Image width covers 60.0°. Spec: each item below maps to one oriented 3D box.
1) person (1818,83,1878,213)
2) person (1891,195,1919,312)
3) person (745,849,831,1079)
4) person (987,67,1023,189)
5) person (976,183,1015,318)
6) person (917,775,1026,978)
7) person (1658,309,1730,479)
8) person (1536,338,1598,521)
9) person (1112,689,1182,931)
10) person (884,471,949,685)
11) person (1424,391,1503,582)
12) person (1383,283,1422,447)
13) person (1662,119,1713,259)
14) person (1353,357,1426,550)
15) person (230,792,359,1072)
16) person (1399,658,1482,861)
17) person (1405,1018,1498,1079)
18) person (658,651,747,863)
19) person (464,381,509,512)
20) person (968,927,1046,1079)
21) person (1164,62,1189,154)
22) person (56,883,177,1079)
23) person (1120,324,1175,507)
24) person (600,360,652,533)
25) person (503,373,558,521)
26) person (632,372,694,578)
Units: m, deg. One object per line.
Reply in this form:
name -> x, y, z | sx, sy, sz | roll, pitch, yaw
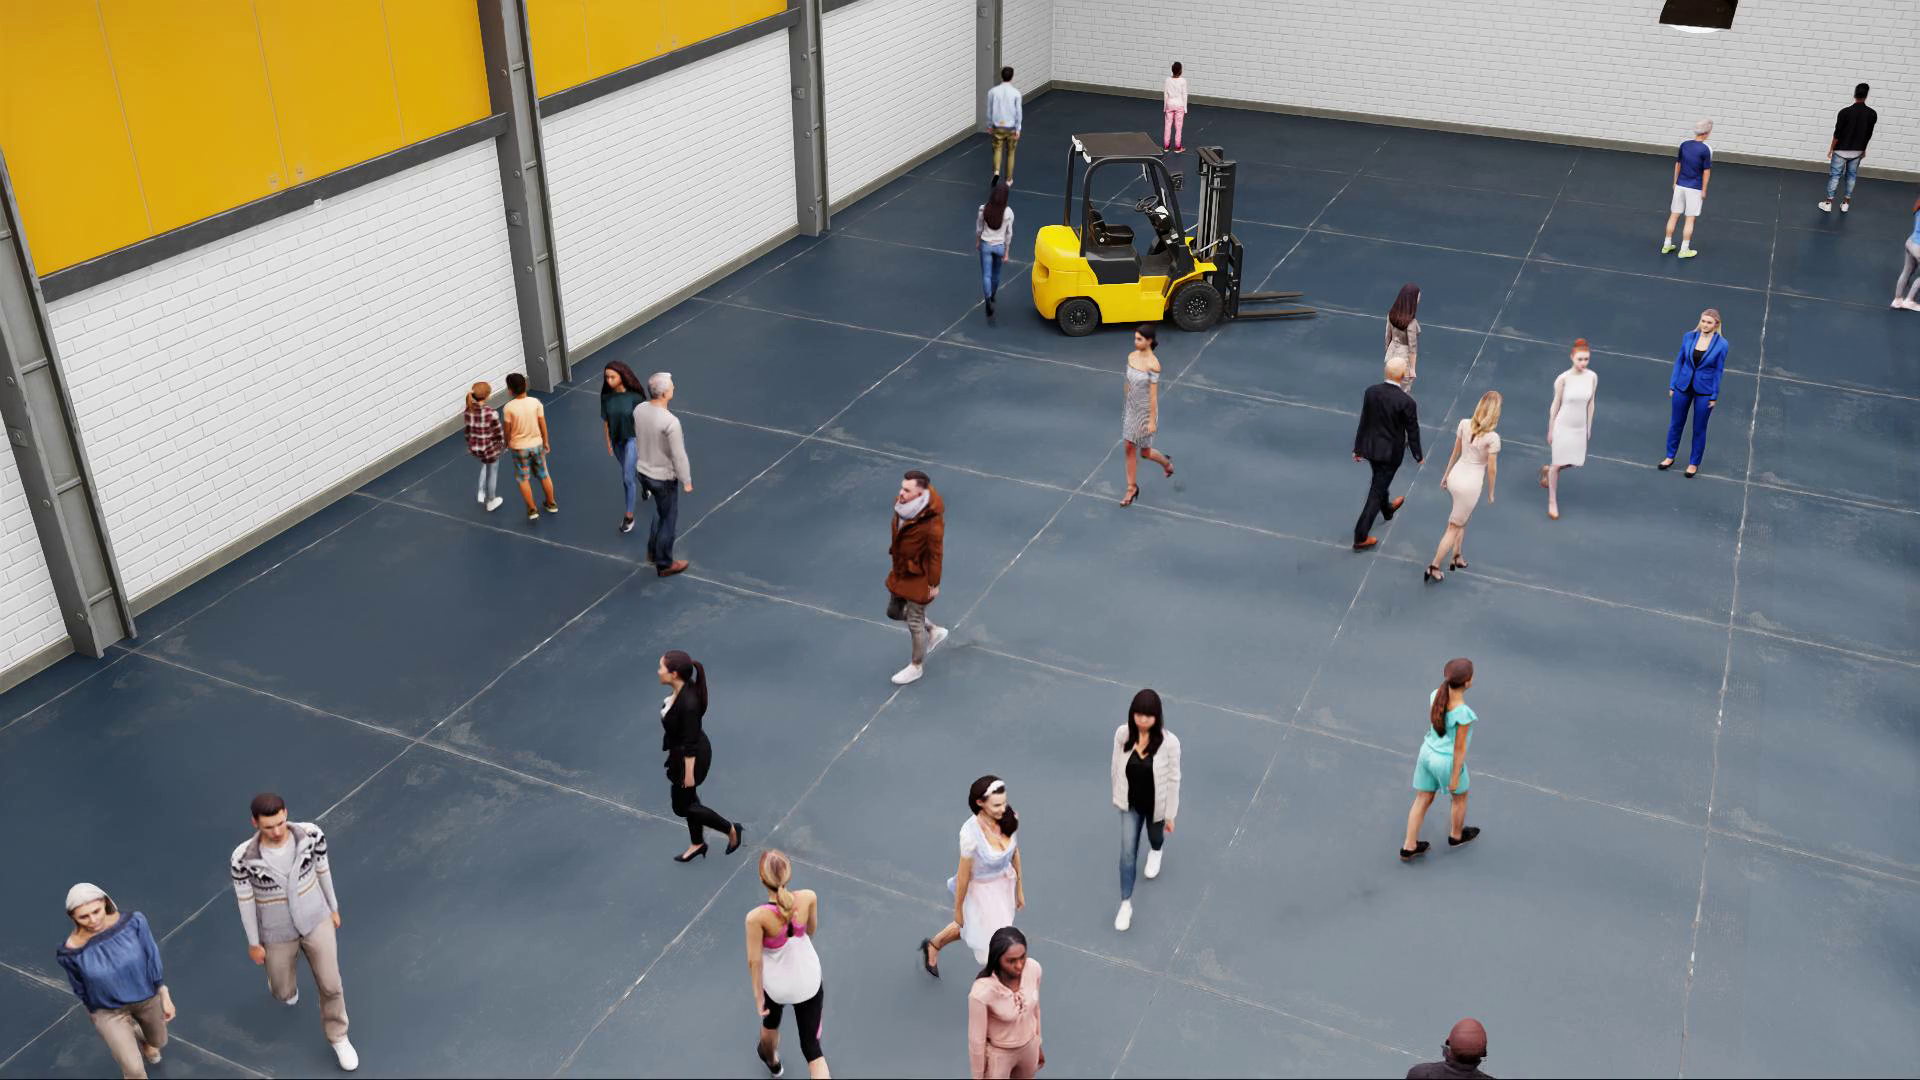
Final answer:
person -> 12.754, -5.619, 23.847 | 0.752, 1.803, 0.697 | 5, 29, 8
person -> 11.660, -3.585, 20.327 | 0.729, 1.602, 0.633 | 4, 29, 7
person -> -0.874, 2.491, 9.038 | 1.135, 1.747, 1.132 | -13, 31, -23
person -> 0.645, -6.095, 24.727 | 0.817, 1.796, 0.985 | 5, 29, 10
person -> 0.406, -3.471, 20.134 | 0.912, 1.587, 1.157 | -2, 29, -4
person -> 0.085, 2.088, 9.754 | 0.943, 1.769, 1.206 | 23, 36, 36
person -> 7.222, -1.464, 16.338 | 0.670, 1.700, 0.625 | 22, 35, 34
person -> 5.631, -1.056, 15.503 | 0.800, 1.782, 0.891 | -4, 29, -7
person -> 1.225, 1.641, 10.745 | 0.729, 1.603, 1.122 | 8, 30, 15
person -> -0.296, 0.255, 13.050 | 0.998, 1.830, 0.920 | -17, 33, -28
person -> 4.269, -0.404, 14.294 | 0.884, 1.795, 0.807 | -17, 33, -28
person -> 4.448, -1.769, 16.848 | 0.700, 1.747, 0.660 | -13, 31, -22
person -> 9.698, -4.684, 22.103 | 0.716, 1.831, 0.717 | -19, 34, -31
person -> 3.764, -0.741, 14.952 | 1.263, 1.757, 1.023 | -22, 35, -34
person -> -3.844, 2.168, 9.547 | 1.093, 1.827, 1.070 | -18, 33, -30
person -> 3.163, 1.496, 11.083 | 0.952, 1.534, 0.835 | -15, 32, -26
person -> 2.294, 3.048, 7.946 | 0.826, 1.815, 1.223 | 8, 30, 14
person -> -1.710, 1.456, 11.044 | 0.863, 1.642, 0.813 | -7, 29, -12
person -> -4.487, -0.854, 15.647 | 0.543, 1.291, 0.521 | 8, 30, 14
person -> 0.239, 2.700, 8.682 | 0.620, 1.720, 0.757 | -21, 35, -33
person -> 3.453, -6.964, 26.688 | 0.532, 1.443, 0.485 | 13, 31, 22
person -> -4.578, 2.498, 9.097 | 1.040, 1.677, 0.926 | -22, 36, -35
person -> 1.781, -1.177, 15.705 | 0.992, 1.802, 0.848 | -20, 34, -32
person -> -3.081, -0.942, 15.504 | 0.740, 1.581, 1.146 | 7, 29, 13
person -> -4.029, -0.850, 15.471 | 0.720, 1.450, 0.766 | -12, 31, -21
person -> -2.662, -0.528, 14.417 | 0.798, 1.895, 0.842 | -25, 38, -38
